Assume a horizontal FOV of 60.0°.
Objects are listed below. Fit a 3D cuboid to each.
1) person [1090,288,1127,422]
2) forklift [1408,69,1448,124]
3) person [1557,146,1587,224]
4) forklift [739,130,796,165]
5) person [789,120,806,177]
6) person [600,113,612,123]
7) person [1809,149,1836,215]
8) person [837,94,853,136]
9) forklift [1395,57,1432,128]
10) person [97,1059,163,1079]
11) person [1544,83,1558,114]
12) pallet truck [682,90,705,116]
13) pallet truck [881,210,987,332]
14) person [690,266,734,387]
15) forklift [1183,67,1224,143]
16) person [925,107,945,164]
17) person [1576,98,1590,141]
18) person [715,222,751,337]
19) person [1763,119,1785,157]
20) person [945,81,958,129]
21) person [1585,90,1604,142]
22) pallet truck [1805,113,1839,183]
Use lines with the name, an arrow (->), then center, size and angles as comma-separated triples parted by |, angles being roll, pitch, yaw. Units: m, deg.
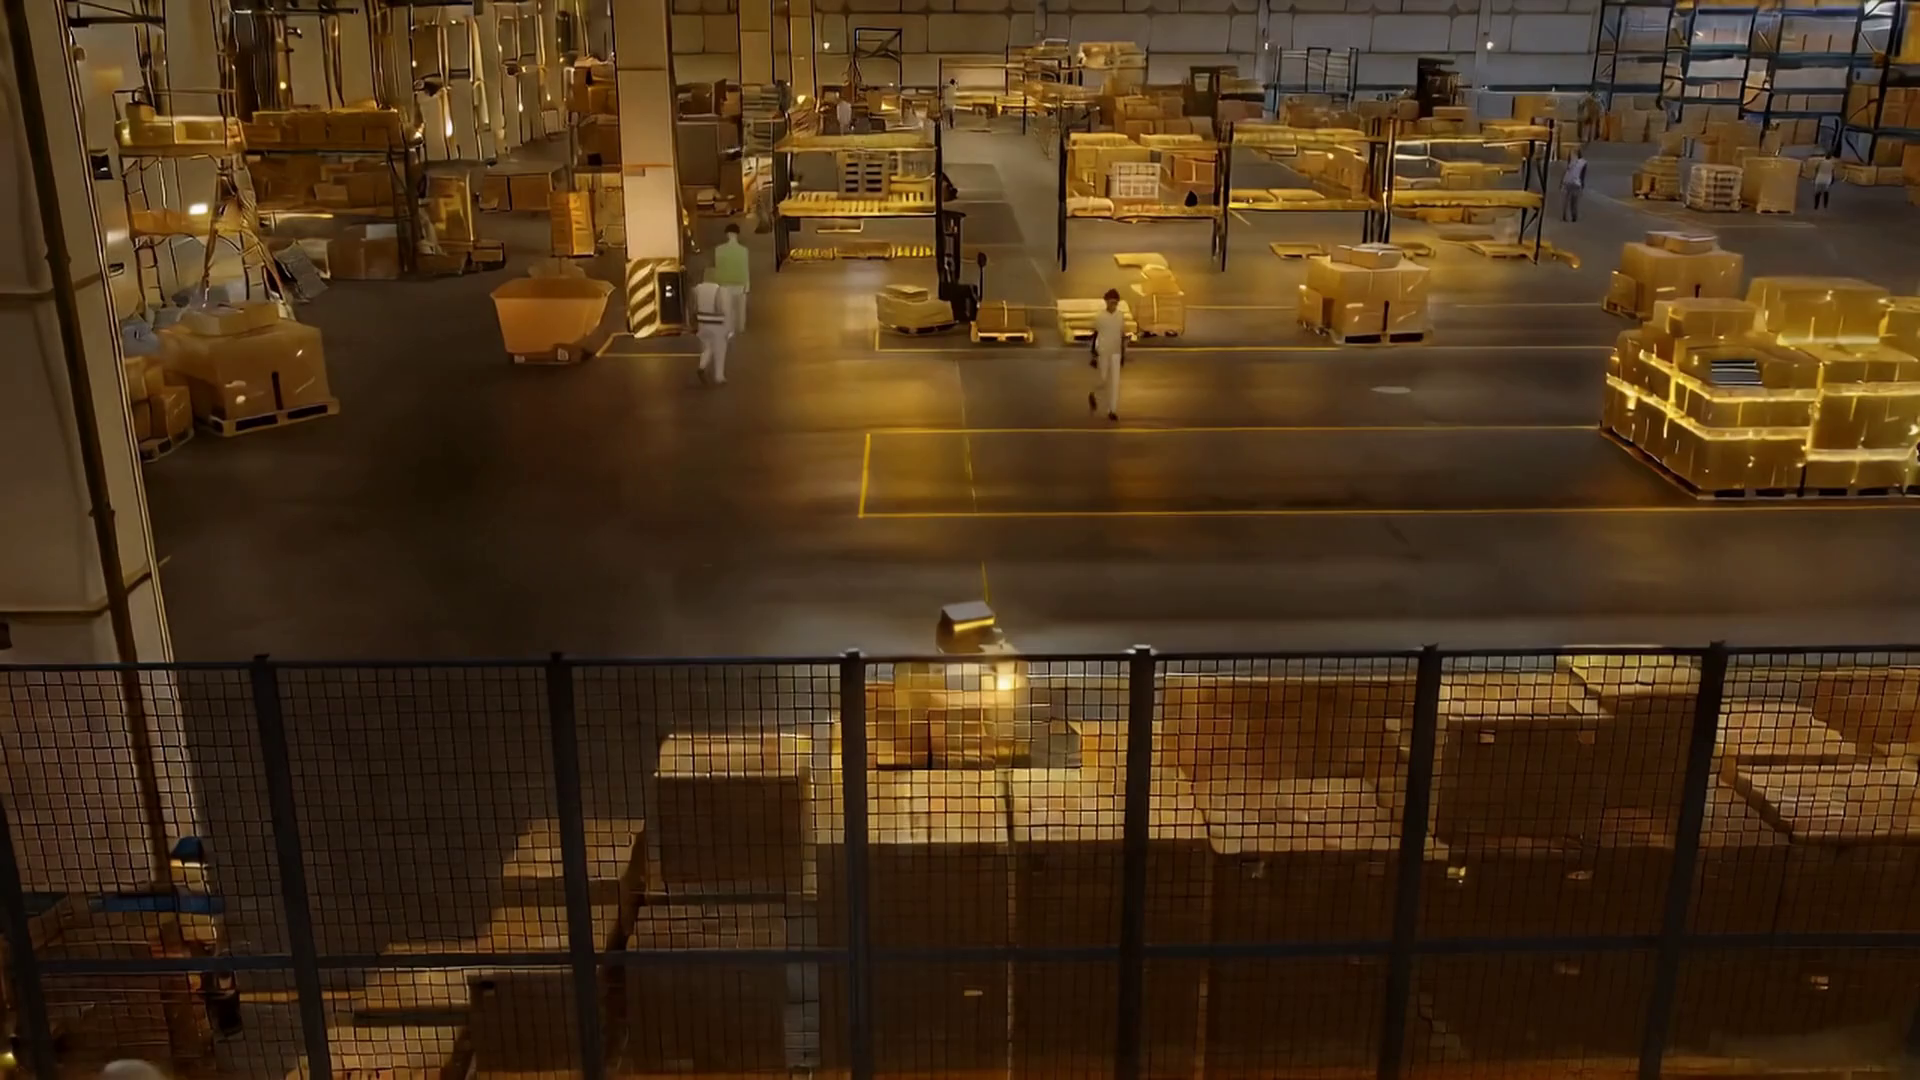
person -> 2.057, -2.600, 23.160 | 0.530, 1.853, 0.578 | -6, 19, -16
forklift -> 17.013, -15.594, 60.131 | 1.129, 2.768, 1.873 | -1, 19, -2
person -> 15.420, -8.933, 41.856 | 0.383, 1.916, 0.591 | -16, 24, -39
forklift -> -6.391, -13.889, 55.073 | 1.873, 2.768, 1.129 | -1, 19, -1
person -> -5.036, -12.189, 51.808 | 0.751, 1.714, 0.504 | -10, 21, -27
person -> -12.643, -14.830, 59.811 | 0.605, 1.614, 0.539 | 14, 23, 35
person -> 22.507, -9.333, 43.381 | 0.537, 1.695, 0.321 | 0, 19, -1
person -> -4.172, -15.280, 60.679 | 0.651, 1.918, 0.454 | -12, 22, -32
forklift -> 19.099, -18.499, 68.749 | 1.873, 2.768, 1.129 | -1, 19, -1
person -> -3.285, 2.921, 6.691 | 0.815, 1.909, 0.580 | 0, 19, 0
person -> 23.409, -17.124, 66.062 | 0.580, 1.979, 0.632 | -17, 25, -41
pallet truck -> -9.671, -15.907, 62.421 | 0.823, 1.965, 1.885 | 5, 19, 15
pallet truck -> -0.493, -4.759, 29.349 | 1.885, 1.965, 0.823 | -13, 23, -34
person -> -3.707, -3.194, 24.973 | 0.638, 1.832, 0.459 | 8, 20, 23
forklift -> 8.883, -16.014, 61.379 | 1.129, 2.768, 1.873 | 13, 22, 33
person -> -0.815, -13.257, 54.664 | 0.651, 1.928, 0.517 | 1, 19, 2
person -> 23.706, -15.953, 63.129 | 0.539, 1.612, 0.650 | 4, 19, 10
person -> -3.871, -4.404, 28.337 | 0.640, 1.972, 0.605 | 4, 19, 12
person -> 24.498, -11.705, 50.114 | 0.679, 1.889, 0.463 | -2, 19, -5
person -> -0.362, -17.999, 68.745 | 0.556, 1.920, 0.735 | -3, 19, -10
person -> 24.013, -16.073, 63.055 | 0.645, 1.922, 0.614 | 0, 19, 1
pallet truck -> 26.403, -11.957, 50.702 | 0.823, 1.965, 1.885 | 6, 19, 16
